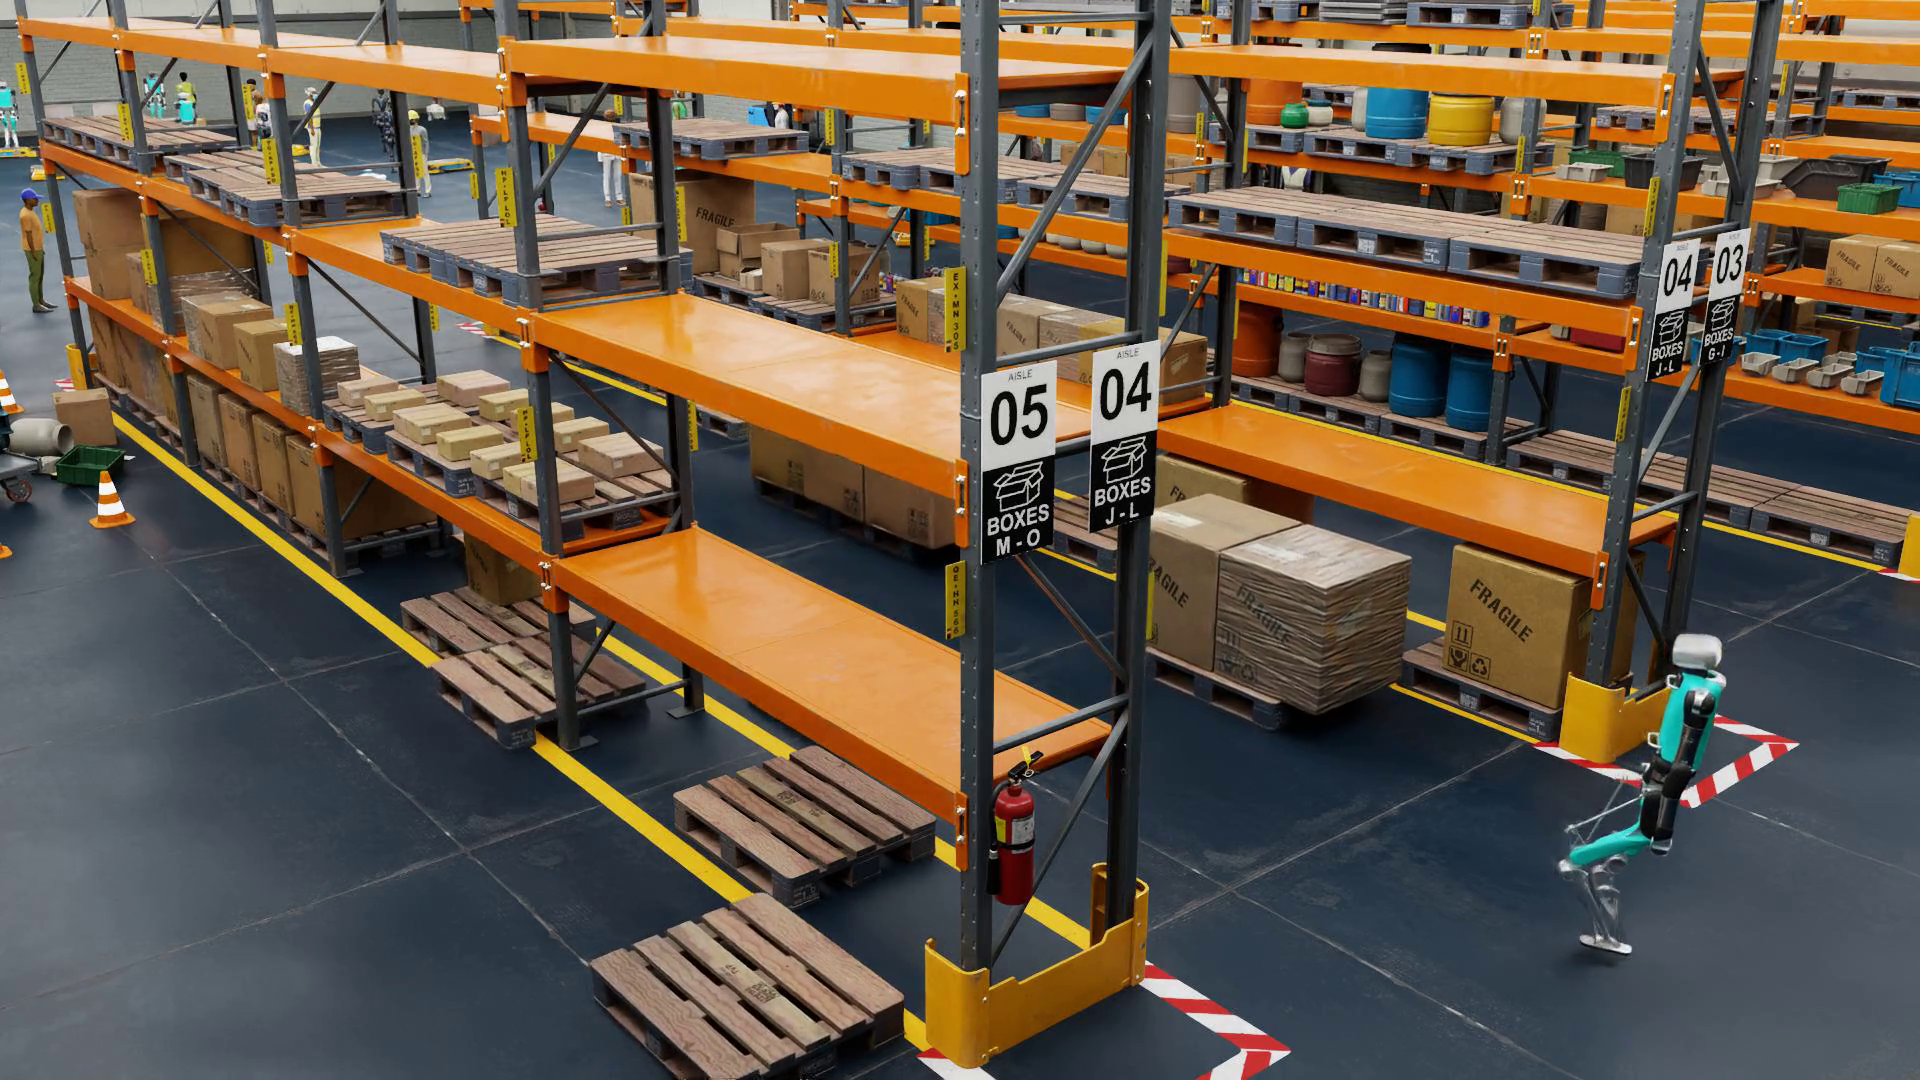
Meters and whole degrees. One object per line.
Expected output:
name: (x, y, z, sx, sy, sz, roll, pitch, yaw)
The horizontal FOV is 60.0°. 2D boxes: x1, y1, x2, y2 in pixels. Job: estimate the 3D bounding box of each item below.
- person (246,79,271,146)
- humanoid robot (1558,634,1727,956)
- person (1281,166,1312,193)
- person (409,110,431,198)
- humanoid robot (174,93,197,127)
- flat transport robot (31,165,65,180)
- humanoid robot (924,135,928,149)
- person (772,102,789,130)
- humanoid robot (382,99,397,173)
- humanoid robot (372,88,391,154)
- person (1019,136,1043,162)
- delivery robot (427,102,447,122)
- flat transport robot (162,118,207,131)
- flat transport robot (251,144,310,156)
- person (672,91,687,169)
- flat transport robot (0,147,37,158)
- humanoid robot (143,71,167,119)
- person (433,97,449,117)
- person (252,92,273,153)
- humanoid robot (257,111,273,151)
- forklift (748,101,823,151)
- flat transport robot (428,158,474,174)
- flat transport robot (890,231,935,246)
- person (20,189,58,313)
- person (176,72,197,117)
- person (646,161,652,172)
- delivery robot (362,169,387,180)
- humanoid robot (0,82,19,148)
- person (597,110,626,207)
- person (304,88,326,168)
person: (-17.787, -10.709, 42.021, 0.777, 1.855, 0.397, 1, 19, 2)
humanoid robot: (3.218, 1.304, 8.107, 0.753, 1.838, 0.536, 7, 21, 19)
person: (5.513, -5.564, 27.420, 0.414, 1.830, 0.571, -16, 25, -39)
person: (-11.194, -7.961, 34.333, 0.525, 1.768, 0.329, 7, 20, 18)
humanoid robot: (-18.175, -9.510, 38.854, 0.746, 1.821, 0.539, 11, 22, 28)
flat transport robot: (-20.650, -8.330, 37.643, 0.659, 0.231, 1.431, -10, 22, -26)
humanoid robot: (-1.013, -6.952, 31.534, 0.933, 1.783, 0.545, -12, 23, -31)
person: (-3.903, -8.741, 36.382, 0.379, 1.890, 0.562, -5, 20, -14)
humanoid robot: (-12.999, -9.282, 38.207, 0.599, 1.657, 0.315, 4, 20, 12)
humanoid robot: (-14.570, -10.648, 42.147, 0.611, 1.630, 0.709, -3, 20, -10)
person: (1.301, -6.613, 30.515, 0.542, 1.757, 0.414, -9, 21, -24)
delivery robot: (-15.931, -13.008, 50.512, 0.499, 0.585, 0.765, -12, 23, -31)
flat transport robot: (-19.259, -9.646, 41.388, 0.659, 0.231, 1.431, 2, 19, 5)
flat transport robot: (-17.170, -9.807, 41.848, 1.431, 0.231, 0.659, 2, 19, 7)
person: (-6.406, -9.422, 38.179, 0.405, 1.979, 0.486, 3, 20, 8)
flat transport robot: (-23.697, -9.576, 41.188, 1.431, 0.231, 0.659, -10, 22, -27)
humanoid robot: (-22.252, -12.023, 45.935, 0.537, 1.790, 0.716, -3, 20, -9)
person: (-16.213, -14.058, 51.522, 0.498, 1.878, 0.405, 17, 26, 40)
person: (-15.551, -9.036, 37.200, 0.679, 1.900, 0.515, 0, 19, 0)
humanoid robot: (-14.656, -8.260, 35.321, 0.458, 1.652, 0.601, -2, 19, -6)
forklift: (-4.526, -11.368, 42.374, 1.129, 2.768, 1.873, -15, 24, -37)
flat transport robot: (-11.968, -8.703, 38.704, 0.659, 0.231, 1.431, 15, 24, 36)
flat transport robot: (-0.869, -5.378, 29.240, 0.659, 0.231, 1.431, -3, 20, -9)
person: (-12.921, -4.055, 23.307, 0.382, 1.712, 0.445, -6, 20, -16)
person: (-21.722, -12.296, 46.773, 0.539, 1.695, 0.317, -17, 25, -39)
person: (-6.077, -7.590, 33.331, 0.470, 1.735, 0.324, -5, 20, -14)
delivery robot: (-12.223, -7.393, 34.569, 0.499, 0.610, 0.788, 7, 21, 19)
humanoid robot: (-24.319, -10.804, 42.470, 0.553, 1.779, 0.814, -11, 22, -28)
person: (-6.944, -7.608, 33.175, 0.594, 1.881, 0.341, -12, 23, -30)
person: (-14.995, -9.527, 38.608, 0.399, 1.892, 0.534, -1, 19, -3)
